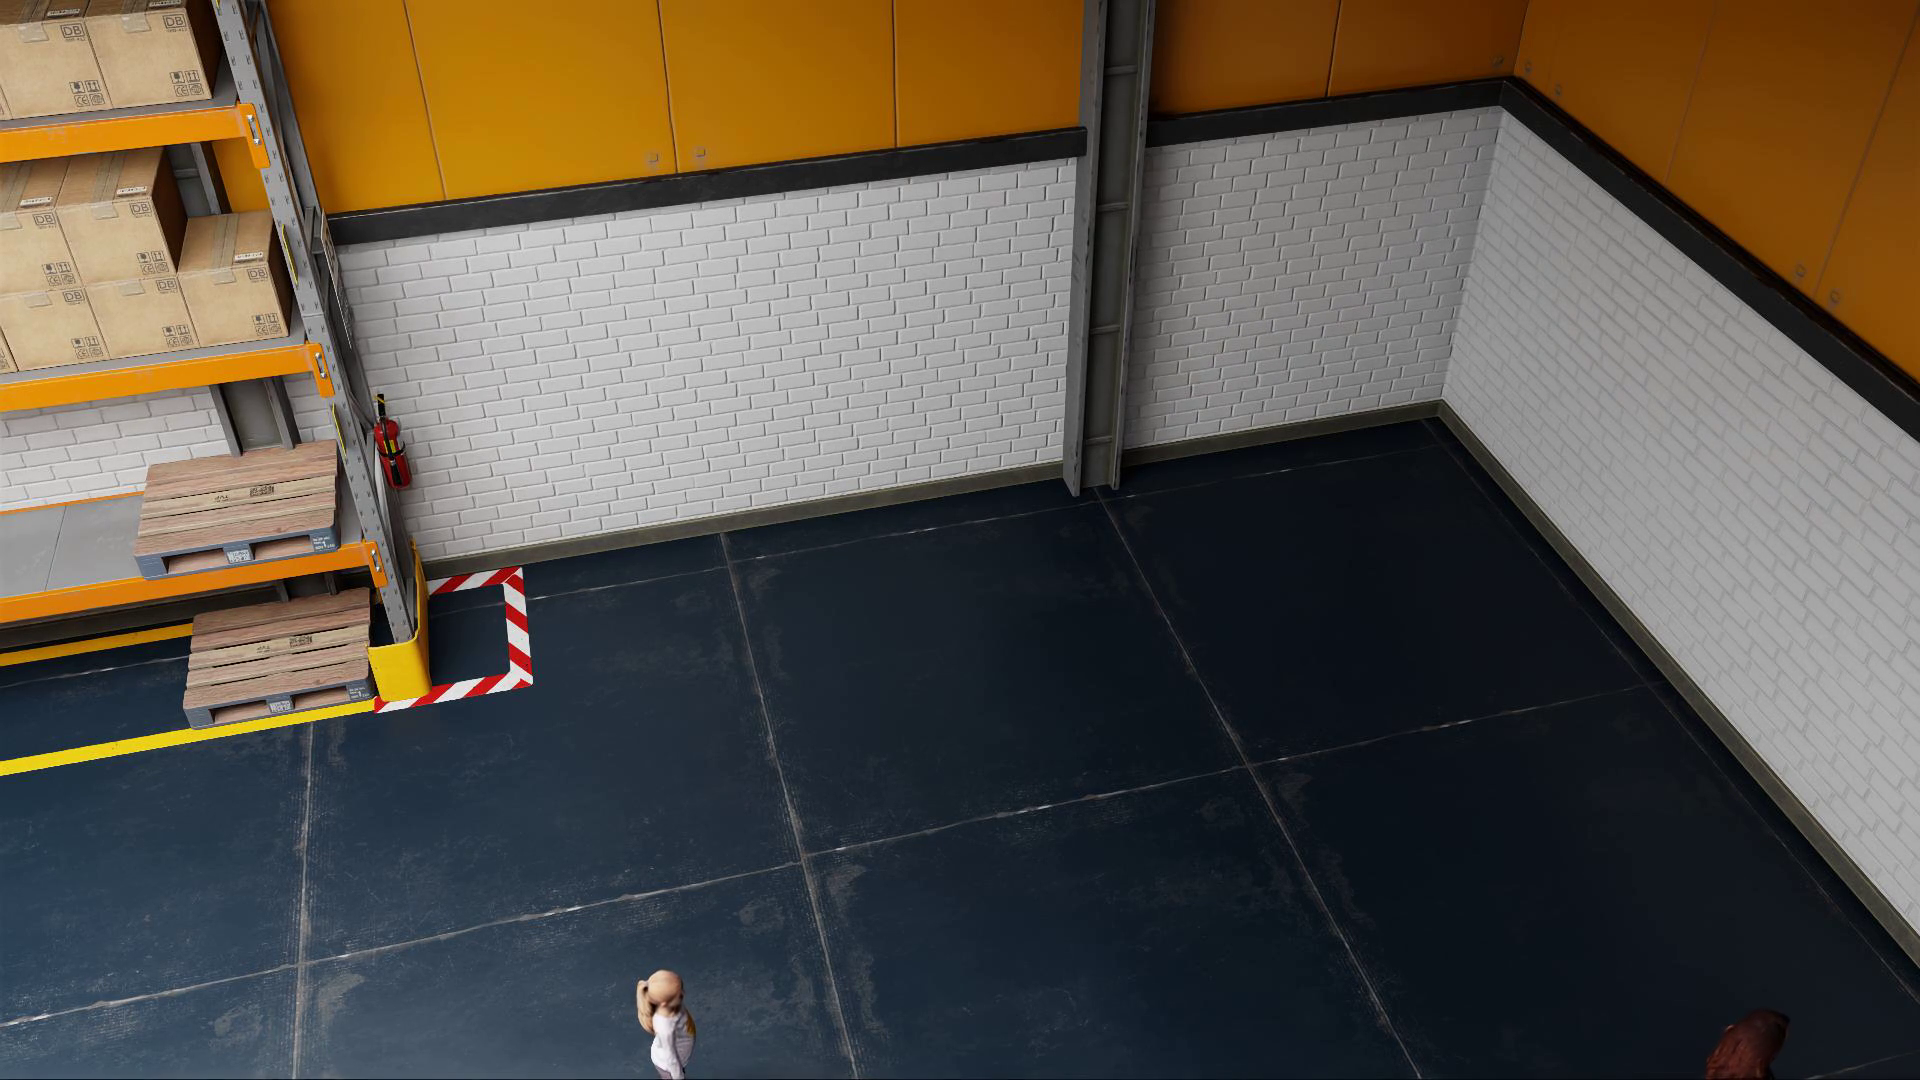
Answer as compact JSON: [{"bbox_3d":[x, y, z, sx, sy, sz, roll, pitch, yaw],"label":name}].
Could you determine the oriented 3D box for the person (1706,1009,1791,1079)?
[{"bbox_3d":[3.723,2.792,8.130,0.591,1.562,0.613,-1,39,-2],"label":"person"}]

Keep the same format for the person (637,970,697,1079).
[{"bbox_3d":[-1.488,2.645,8.544,0.499,1.275,0.496,-6,39,-7],"label":"person"}]
